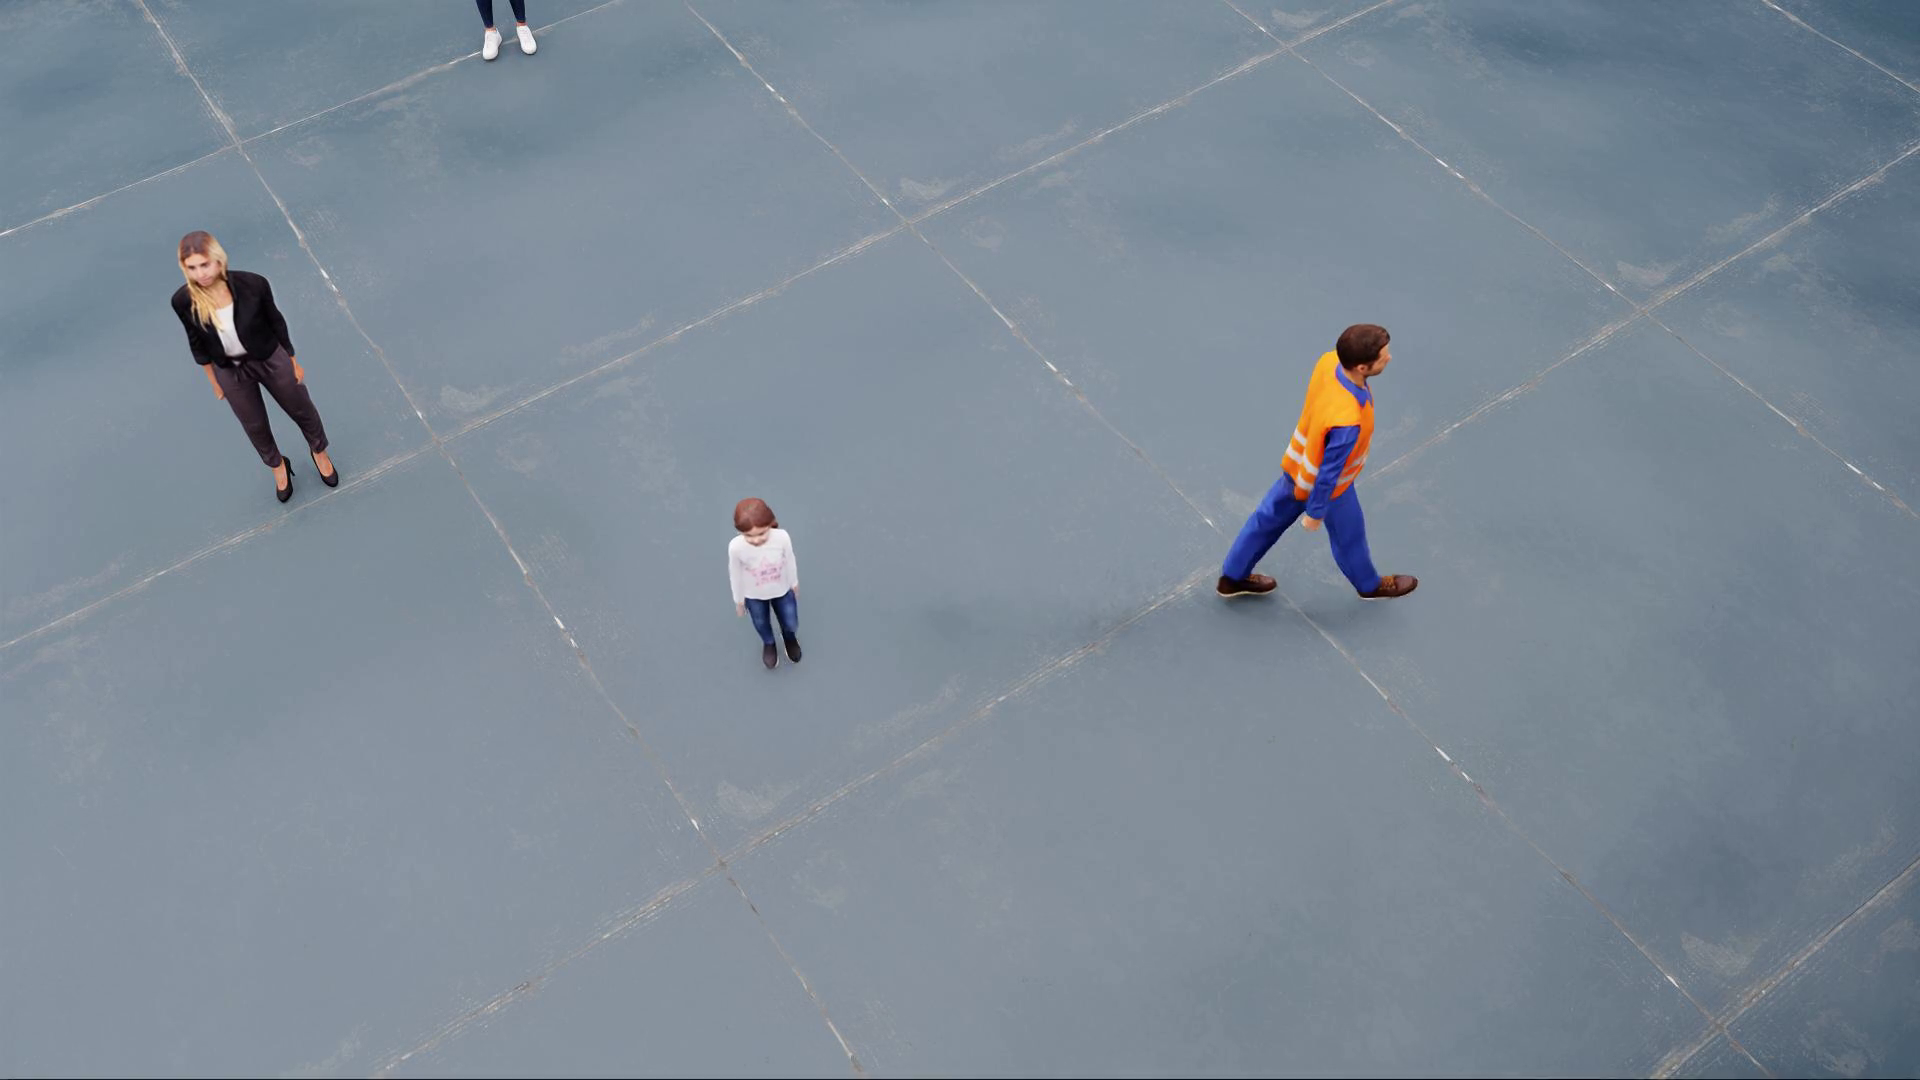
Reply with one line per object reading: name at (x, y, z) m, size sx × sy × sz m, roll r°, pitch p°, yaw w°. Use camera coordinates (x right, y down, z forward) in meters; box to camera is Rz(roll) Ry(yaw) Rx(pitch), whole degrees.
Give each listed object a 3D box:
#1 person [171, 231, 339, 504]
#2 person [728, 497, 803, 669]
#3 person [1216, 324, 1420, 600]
person at (-3.387, -0.823, 7.992) m, size 0.642 × 1.672 × 0.600 m, roll -17°, pitch 54°, yaw -13°
person at (-0.894, 0.160, 7.588) m, size 0.528 × 1.106 × 0.576 m, roll -8°, pitch 53°, yaw -6°
person at (1.531, -0.285, 7.486) m, size 1.194 × 1.812 × 1.245 m, roll -1°, pitch 52°, yaw -1°
